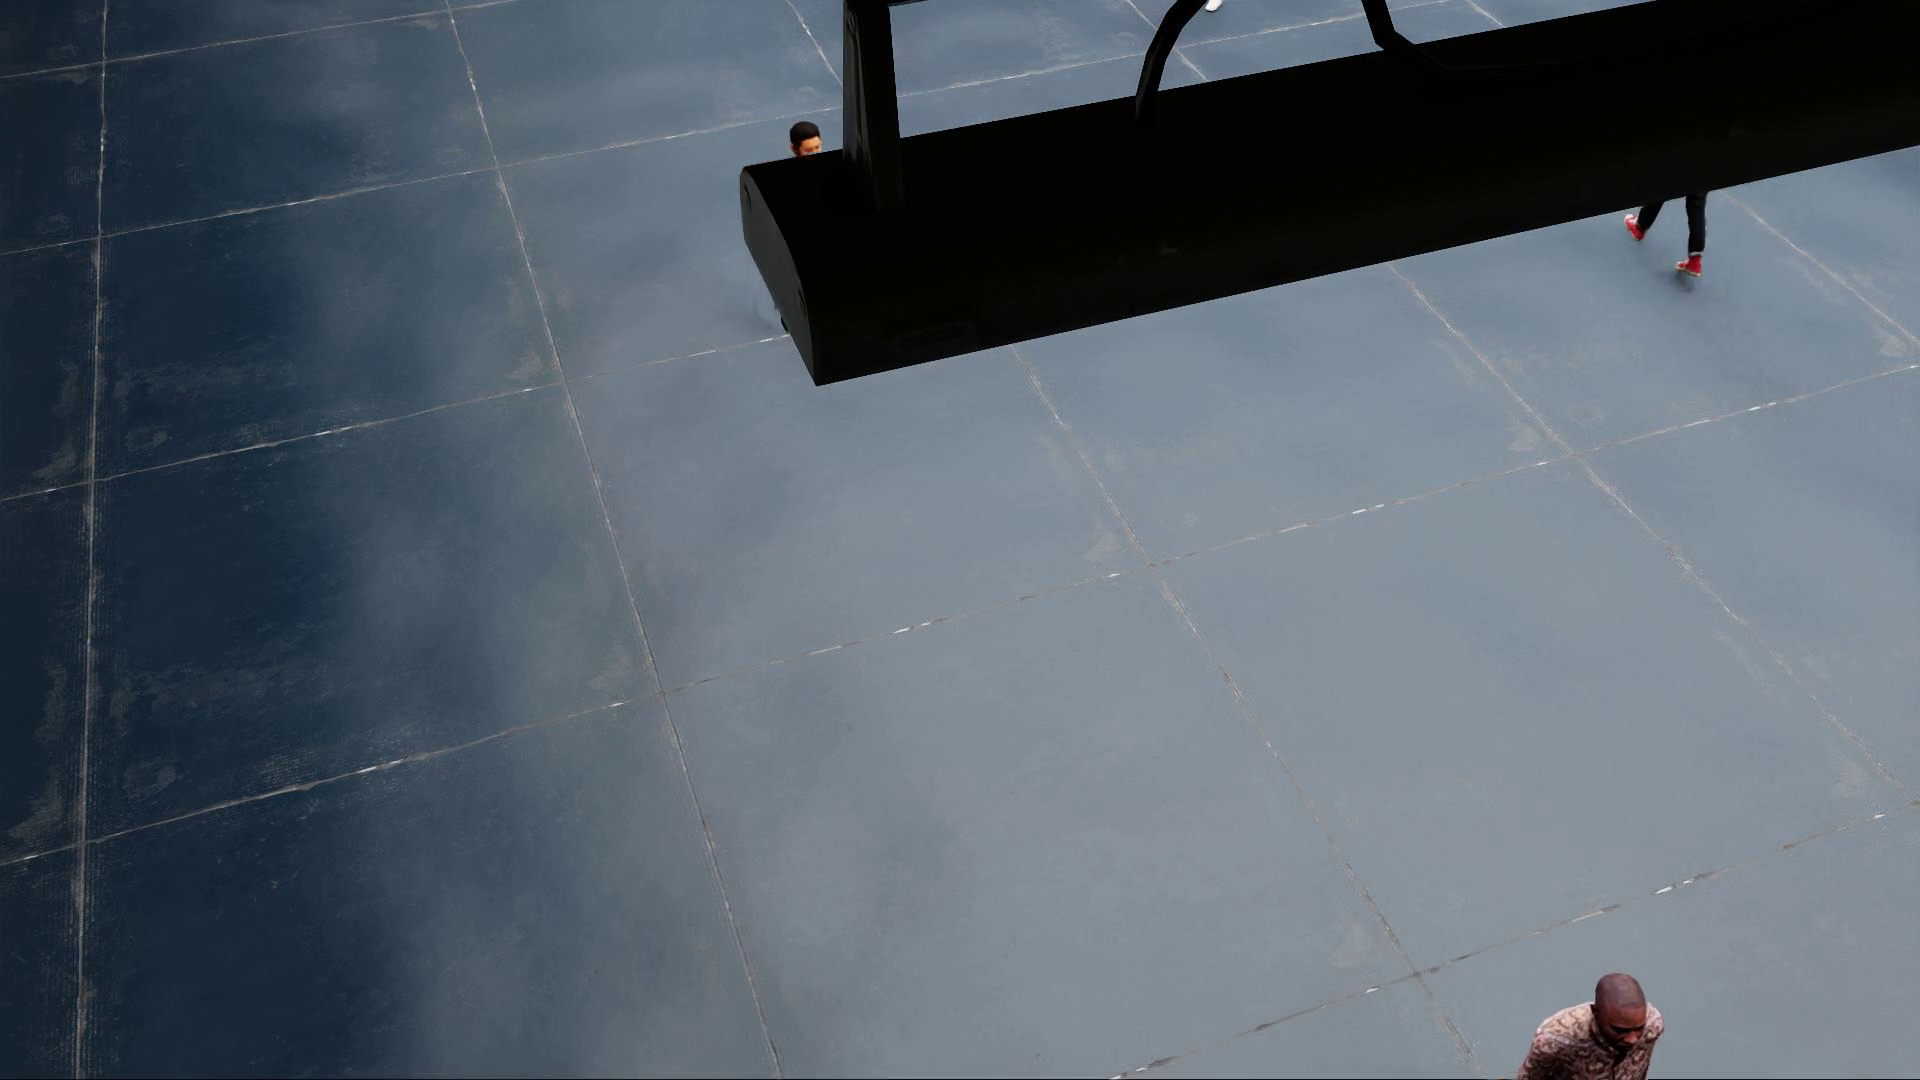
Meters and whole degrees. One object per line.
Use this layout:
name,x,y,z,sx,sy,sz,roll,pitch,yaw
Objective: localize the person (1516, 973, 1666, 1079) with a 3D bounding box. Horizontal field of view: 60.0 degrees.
person,2.352,2.170,6.519,0.759,1.785,0.993,-9,44,-9
